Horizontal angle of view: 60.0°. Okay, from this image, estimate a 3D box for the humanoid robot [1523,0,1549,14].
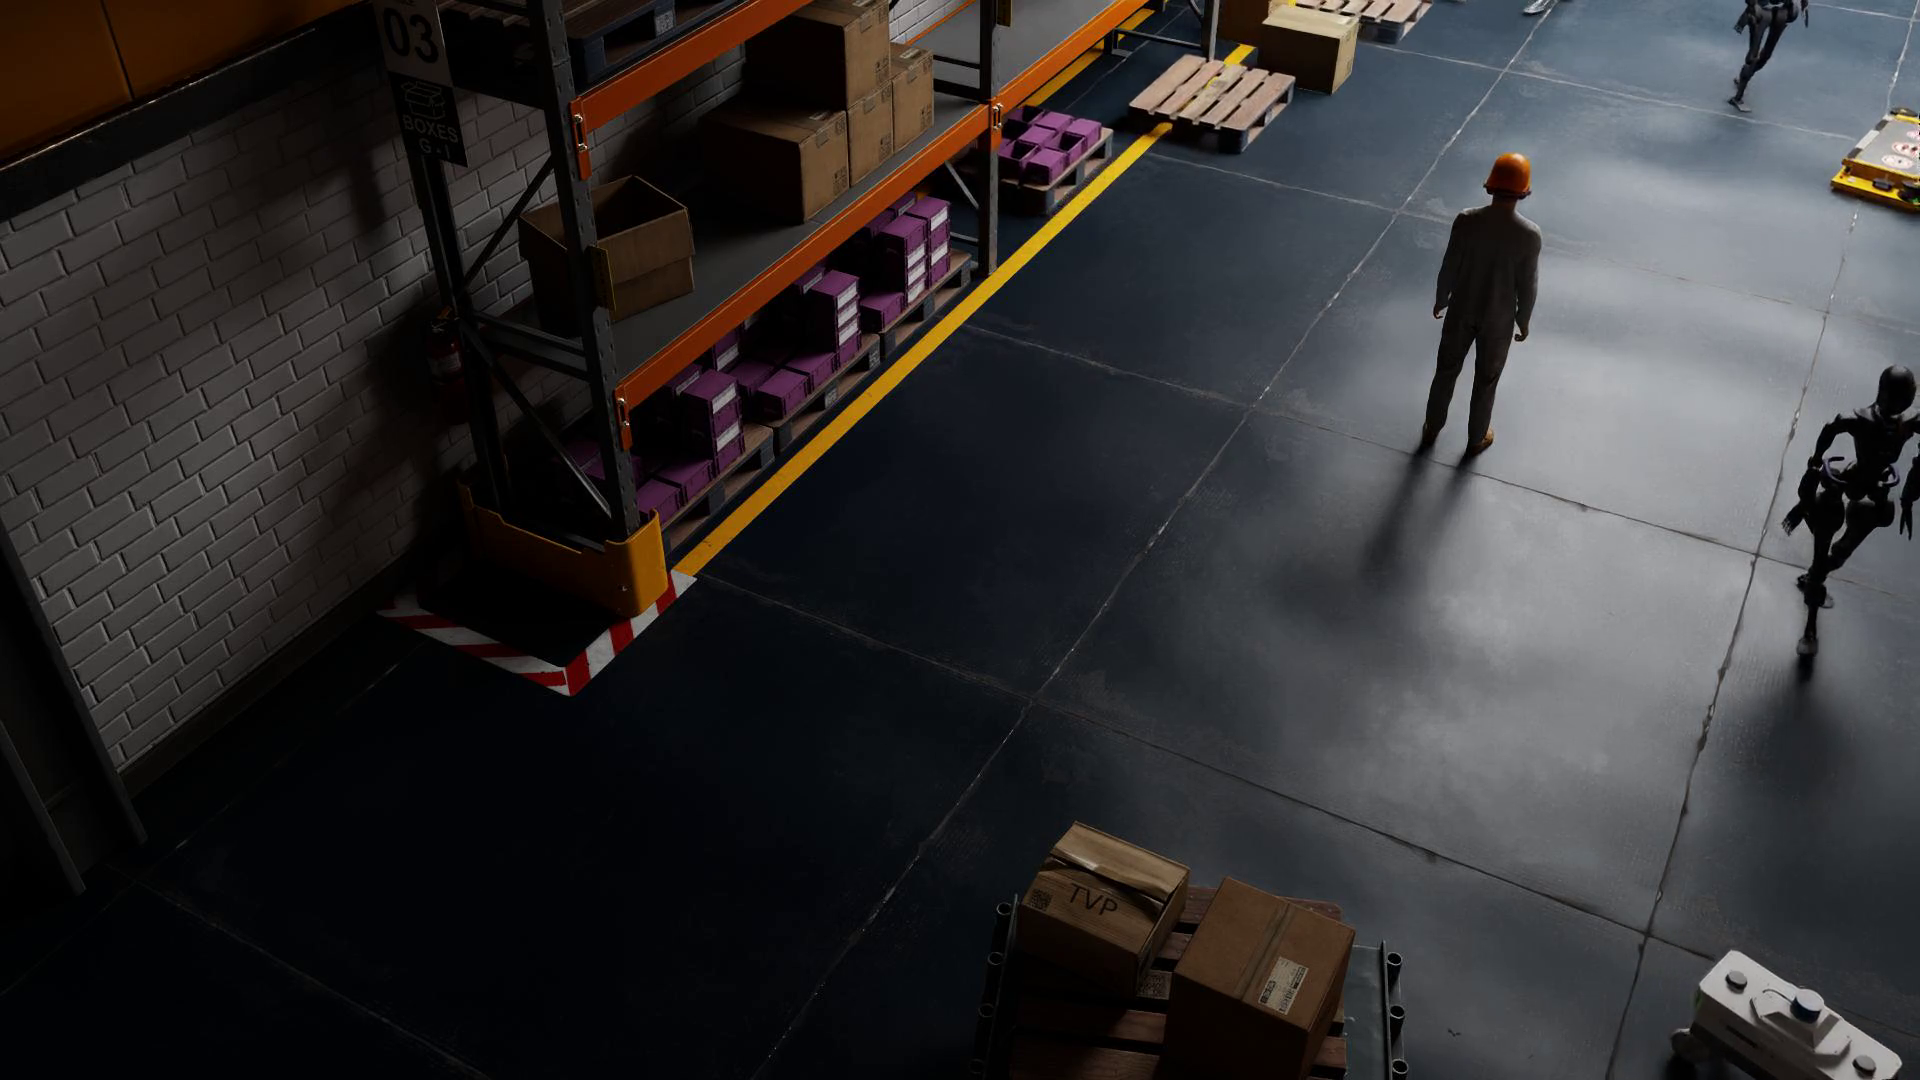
[{"bbox_3d":[5.701,-5.700,15.210,1.029,1.761,0.538,-22,43,-25],"label":"humanoid robot"}]

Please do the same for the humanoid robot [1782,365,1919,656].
[{"bbox_3d":[4.518,-0.191,8.361,0.619,1.618,0.747,5,39,6],"label":"humanoid robot"}]

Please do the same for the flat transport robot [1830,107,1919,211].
[{"bbox_3d":[7.357,-2.970,12.933,0.659,0.231,1.431,28,46,30],"label":"flat transport robot"}]

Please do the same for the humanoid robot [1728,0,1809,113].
[{"bbox_3d":[6.671,-4.372,13.588,0.609,1.645,0.590,-6,39,-7],"label":"humanoid robot"}]

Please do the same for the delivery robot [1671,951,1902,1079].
[{"bbox_3d":[3.249,1.993,6.505,0.499,0.601,0.796,-29,47,-31],"label":"delivery robot"}]

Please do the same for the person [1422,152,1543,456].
[{"bbox_3d":[3.014,-1.339,9.593,0.562,1.898,0.353,18,42,21],"label":"person"}]
